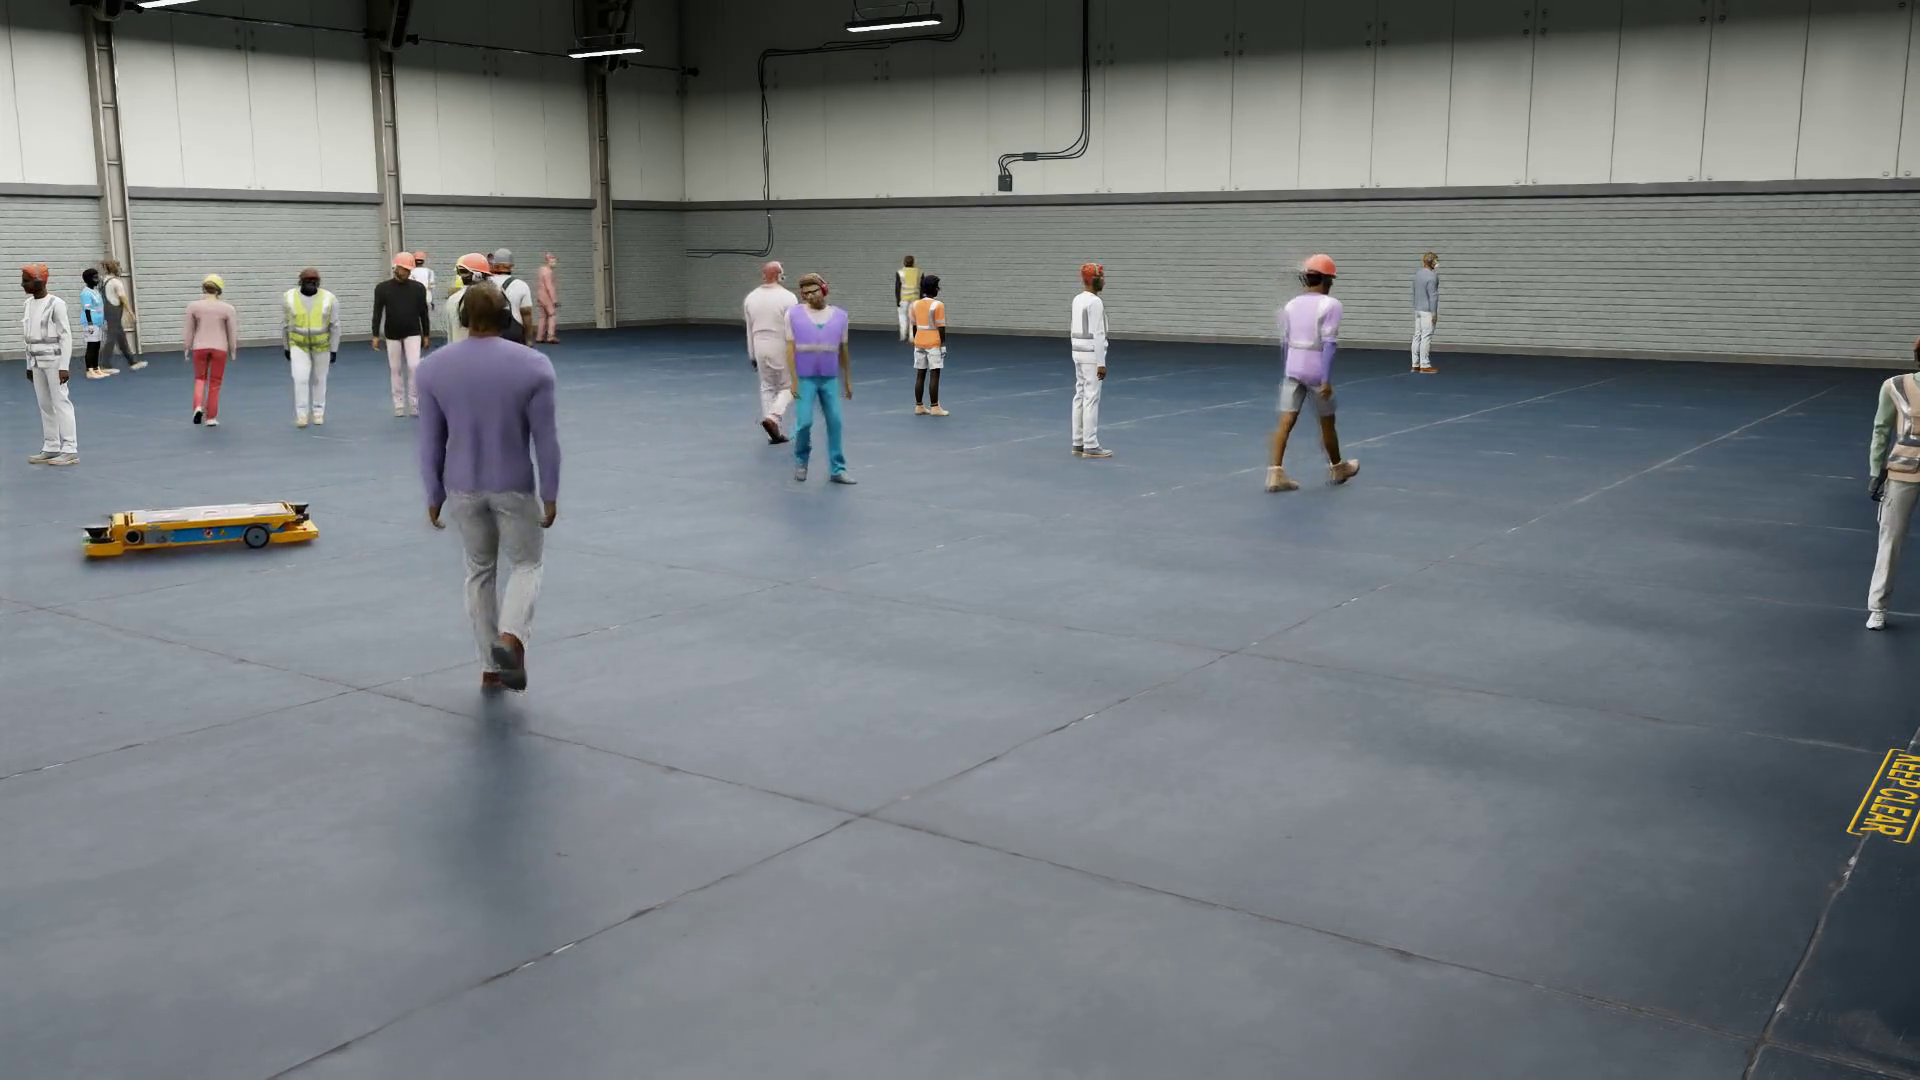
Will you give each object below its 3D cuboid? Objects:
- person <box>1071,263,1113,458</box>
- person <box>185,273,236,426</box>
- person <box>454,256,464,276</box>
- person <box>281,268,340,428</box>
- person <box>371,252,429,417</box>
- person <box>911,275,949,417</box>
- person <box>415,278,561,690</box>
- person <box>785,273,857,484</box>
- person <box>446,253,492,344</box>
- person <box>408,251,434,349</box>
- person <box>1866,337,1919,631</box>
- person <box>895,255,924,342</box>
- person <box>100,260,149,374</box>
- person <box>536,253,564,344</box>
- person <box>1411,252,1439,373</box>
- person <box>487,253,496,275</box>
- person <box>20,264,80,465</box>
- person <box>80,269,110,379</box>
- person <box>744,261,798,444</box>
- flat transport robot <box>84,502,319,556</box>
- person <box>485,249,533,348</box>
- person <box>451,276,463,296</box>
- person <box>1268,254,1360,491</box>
[{"bbox_3d":[1.272,-1.745,16.197,0.345,1.883,0.584,-4,11,-19],"label":"person"},{"bbox_3d":[-8.510,-2.155,18.930,0.540,1.738,0.427,-2,10,-14],"label":"person"},{"bbox_3d":[-5.969,-2.515,20.396,0.388,1.927,0.589,-10,14,-44],"label":"person"},{"bbox_3d":[-7.336,-2.167,18.815,0.634,1.796,0.839,-4,11,-20],"label":"person"},{"bbox_3d":[-6.657,-2.427,19.788,0.647,1.962,0.661,-3,10,-14],"label":"person"},{"bbox_3d":[-0.360,-2.330,20.001,0.541,1.695,0.316,10,14,44],"label":"person"},{"bbox_3d":[-2.138,-0.220,7.575,0.632,1.925,0.618,-1,10,-5],"label":"person"},{"bbox_3d":[-1.223,-1.385,14.345,0.623,1.823,0.447,-4,11,-22],"label":"person"},{"bbox_3d":[-4.289,-1.540,14.764,0.608,1.988,0.387,8,13,38],"label":"person"},{"bbox_3d":[-10.666,-4.748,32.912,0.555,1.919,0.496,-6,12,-31],"label":"person"},{"bbox_3d":[5.134,-0.313,8.866,0.524,1.639,0.308,4,11,22],"label":"person"},{"bbox_3d":[-1.089,-5.086,35.102,0.647,1.812,0.771,-3,10,-14],"label":"person"},{"bbox_3d":[-13.395,-3.562,26.595,0.505,1.805,0.910,8,13,39],"label":"person"},{"bbox_3d":[-8.506,-4.977,34.367,0.576,1.866,0.679,-4,11,-21],"label":"person"},{"bbox_3d":[7.474,-3.639,26.663,0.355,1.936,0.636,-2,10,-12],"label":"person"},{"bbox_3d":[-10.370,-5.457,37.055,0.514,1.865,0.329,7,13,36],"label":"person"},{"bbox_3d":[-8.576,-1.643,15.633,0.583,1.881,0.337,6,12,29],"label":"person"},{"bbox_3d":[-13.330,-3.320,25.574,0.321,1.689,0.530,-2,10,-12],"label":"person"},{"bbox_3d":[-1.914,-1.913,17.107,0.667,1.891,0.485,5,11,27],"label":"person"},{"bbox_3d":[-5.222,-0.093,11.463,1.431,0.197,0.652,-5,11,-27],"label":"flat transport robot"},{"bbox_3d":[-5.259,-2.364,19.232,0.714,2.000,0.646,0,10,-1],"label":"person"},{"bbox_3d":[-5.598,-2.111,18.668,0.455,1.727,0.507,-2,10,-14],"label":"person"},{"bbox_3d":[2.988,-1.409,14.064,1.092,1.973,0.622,-8,13,-39],"label":"person"}]
